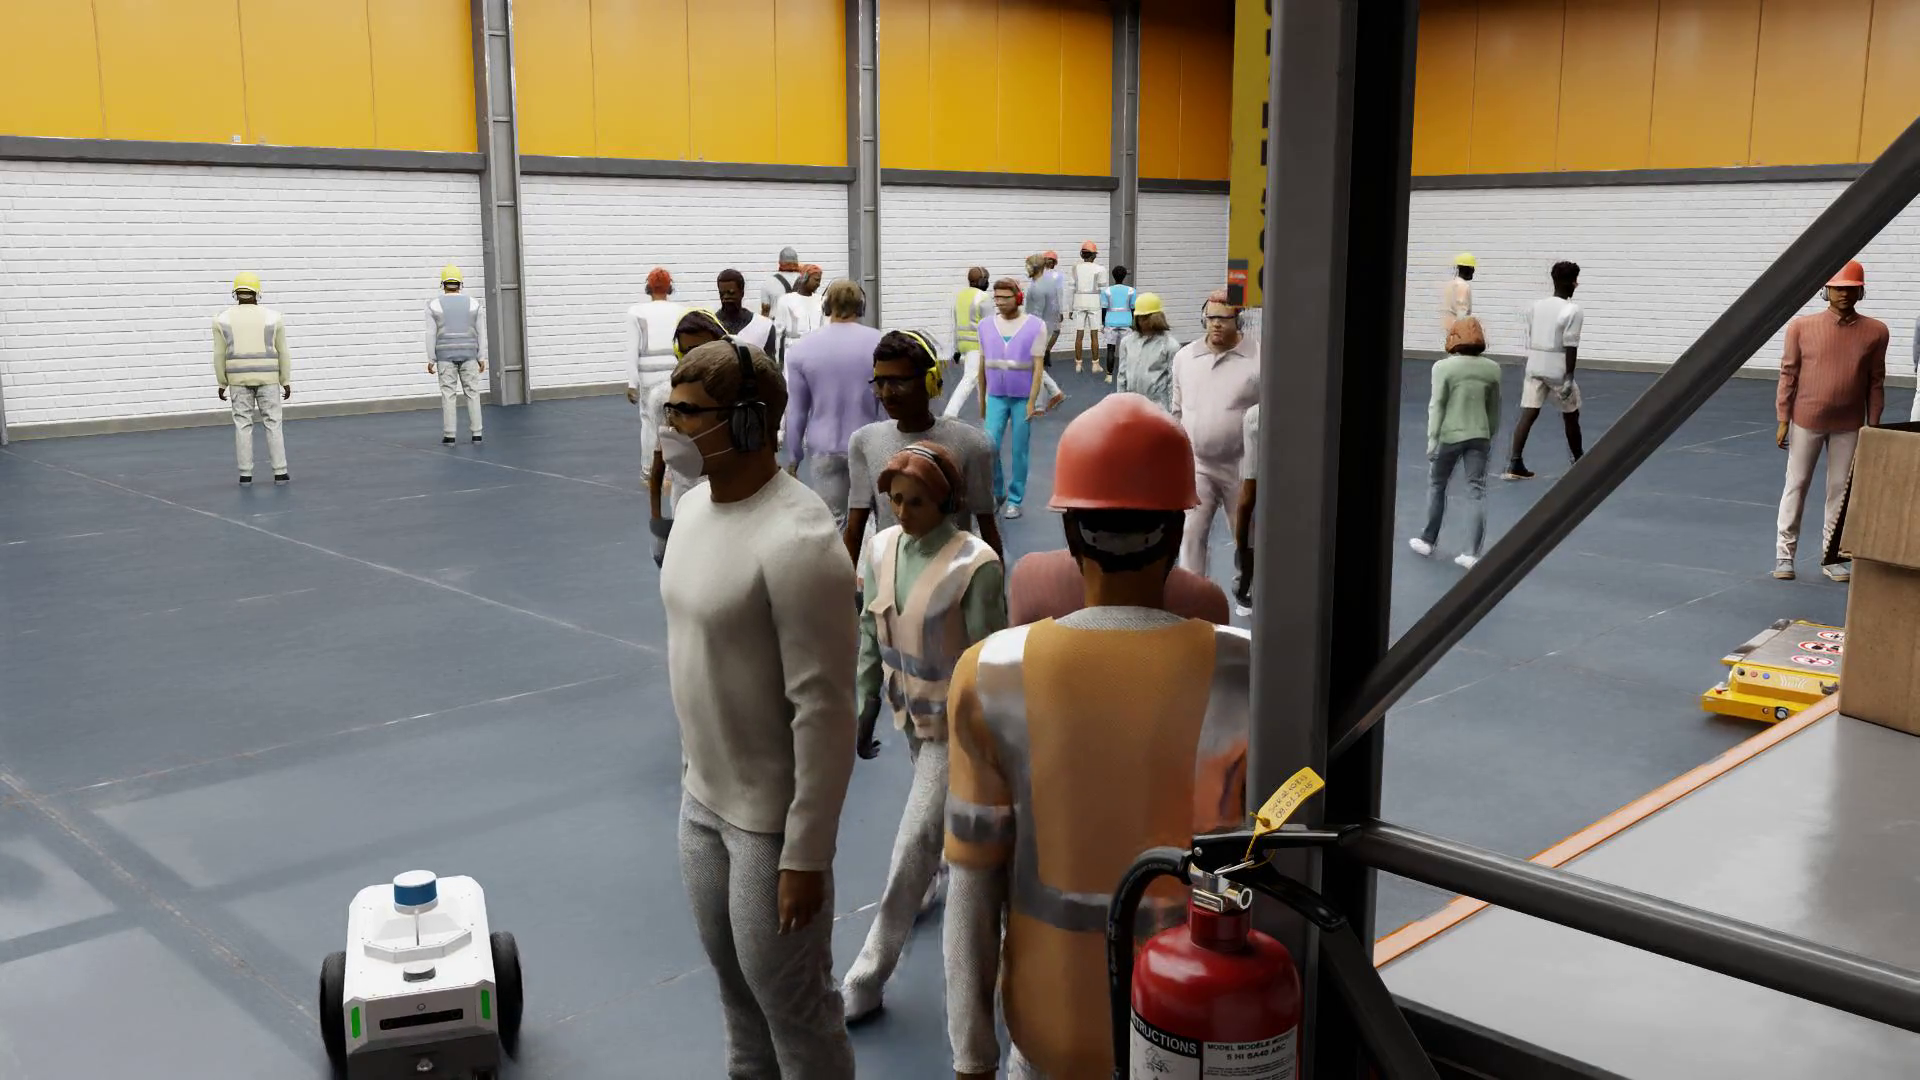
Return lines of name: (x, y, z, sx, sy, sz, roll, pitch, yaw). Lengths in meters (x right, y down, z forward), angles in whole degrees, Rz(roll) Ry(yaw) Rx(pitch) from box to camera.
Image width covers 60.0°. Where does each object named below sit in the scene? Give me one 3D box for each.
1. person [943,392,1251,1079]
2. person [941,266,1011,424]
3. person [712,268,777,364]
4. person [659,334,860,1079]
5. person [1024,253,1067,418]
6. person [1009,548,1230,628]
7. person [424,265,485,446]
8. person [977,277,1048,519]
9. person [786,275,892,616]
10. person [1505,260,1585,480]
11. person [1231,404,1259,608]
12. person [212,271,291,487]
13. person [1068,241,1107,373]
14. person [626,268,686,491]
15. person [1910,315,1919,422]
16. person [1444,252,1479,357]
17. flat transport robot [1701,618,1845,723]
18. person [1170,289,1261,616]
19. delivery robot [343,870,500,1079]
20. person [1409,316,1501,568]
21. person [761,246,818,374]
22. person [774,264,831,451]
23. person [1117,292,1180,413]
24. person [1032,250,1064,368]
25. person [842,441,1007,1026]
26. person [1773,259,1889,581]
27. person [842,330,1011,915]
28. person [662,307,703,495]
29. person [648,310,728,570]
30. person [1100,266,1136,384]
person: (0.287, 0.714, 2.673, 0.570, 1.887, 0.979, 3, 11, 15)
person: (0.146, -2.134, 18.469, 0.977, 1.799, 0.638, -6, 12, -30)
person: (-1.583, -0.930, 11.594, 0.593, 1.904, 0.443, 1, 10, 7)
person: (-0.421, 0.554, 3.400, 0.376, 1.940, 0.629, -6, 12, -31)
person: (0.933, -2.376, 19.437, 0.481, 1.925, 0.629, 1, 10, 5)
person: (0.323, 0.590, 3.736, 0.525, 1.741, 0.694, 3, 11, 15)
person: (-5.129, -1.870, 16.907, 0.592, 1.833, 0.404, -5, 12, -27)
person: (0.377, -1.050, 12.477, 0.557, 1.820, 0.497, 3, 11, 18)
person: (-0.619, -0.472, 9.049, 0.657, 1.920, 0.478, -1, 10, -4)
person: (5.221, -1.478, 14.557, 1.008, 1.912, 0.606, -6, 12, -31)
person: (1.289, 0.084, 6.186, 0.554, 1.853, 0.641, 1, 10, 8)
person: (-6.024, -1.371, 14.186, 0.597, 1.831, 0.403, -4, 11, -20)
person: (1.991, -3.617, 25.867, 0.614, 2.039, 0.394, 3, 11, 17)
person: (-2.511, -1.341, 13.970, 0.602, 1.846, 0.905, -3, 11, -18)
person: (9.869, -1.751, 16.802, 0.279, 1.633, 0.505, -5, 12, -26)
person: (6.364, -2.700, 21.206, 0.447, 1.913, 0.611, 1, 10, 3)
flat transport robot: (3.978, 0.605, 7.673, 0.652, 0.197, 1.431, 8, 13, 39)
person: (1.450, -0.439, 9.059, 0.649, 1.860, 0.979, 5, 11, 25)
delivery robot: (-1.341, 1.066, 4.130, 0.477, 0.478, 0.707, -4, 11, -18)
person: (3.238, -0.651, 10.868, 0.532, 1.598, 0.764, -2, 11, -10)
person: (-2.058, -2.562, 20.115, 0.687, 2.000, 0.879, -3, 11, -17)
person: (-1.584, -1.796, 16.480, 0.675, 1.854, 0.344, -6, 12, -29)
person: (1.444, -1.010, 12.535, 0.494, 1.716, 0.649, 6, 12, 30)
person: (1.406, -3.682, 26.643, 0.600, 1.885, 0.508, 5, 12, 26)
person: (-0.044, 0.505, 4.619, 0.858, 1.587, 0.529, -8, 13, -36)
person: (5.370, -0.736, 10.280, 0.609, 1.996, 0.379, 3, 11, 14)
person: (-0.152, 0.250, 5.356, 0.522, 1.825, 0.882, 5, 12, 28)
person: (-1.409, -0.403, 9.149, 0.699, 1.726, 0.556, 3, 11, 14)
person: (-1.070, -0.077, 7.166, 0.524, 1.835, 0.842, -1, 10, -5)
person: (2.285, -3.100, 23.986, 0.541, 1.696, 0.315, 0, 10, -2)
